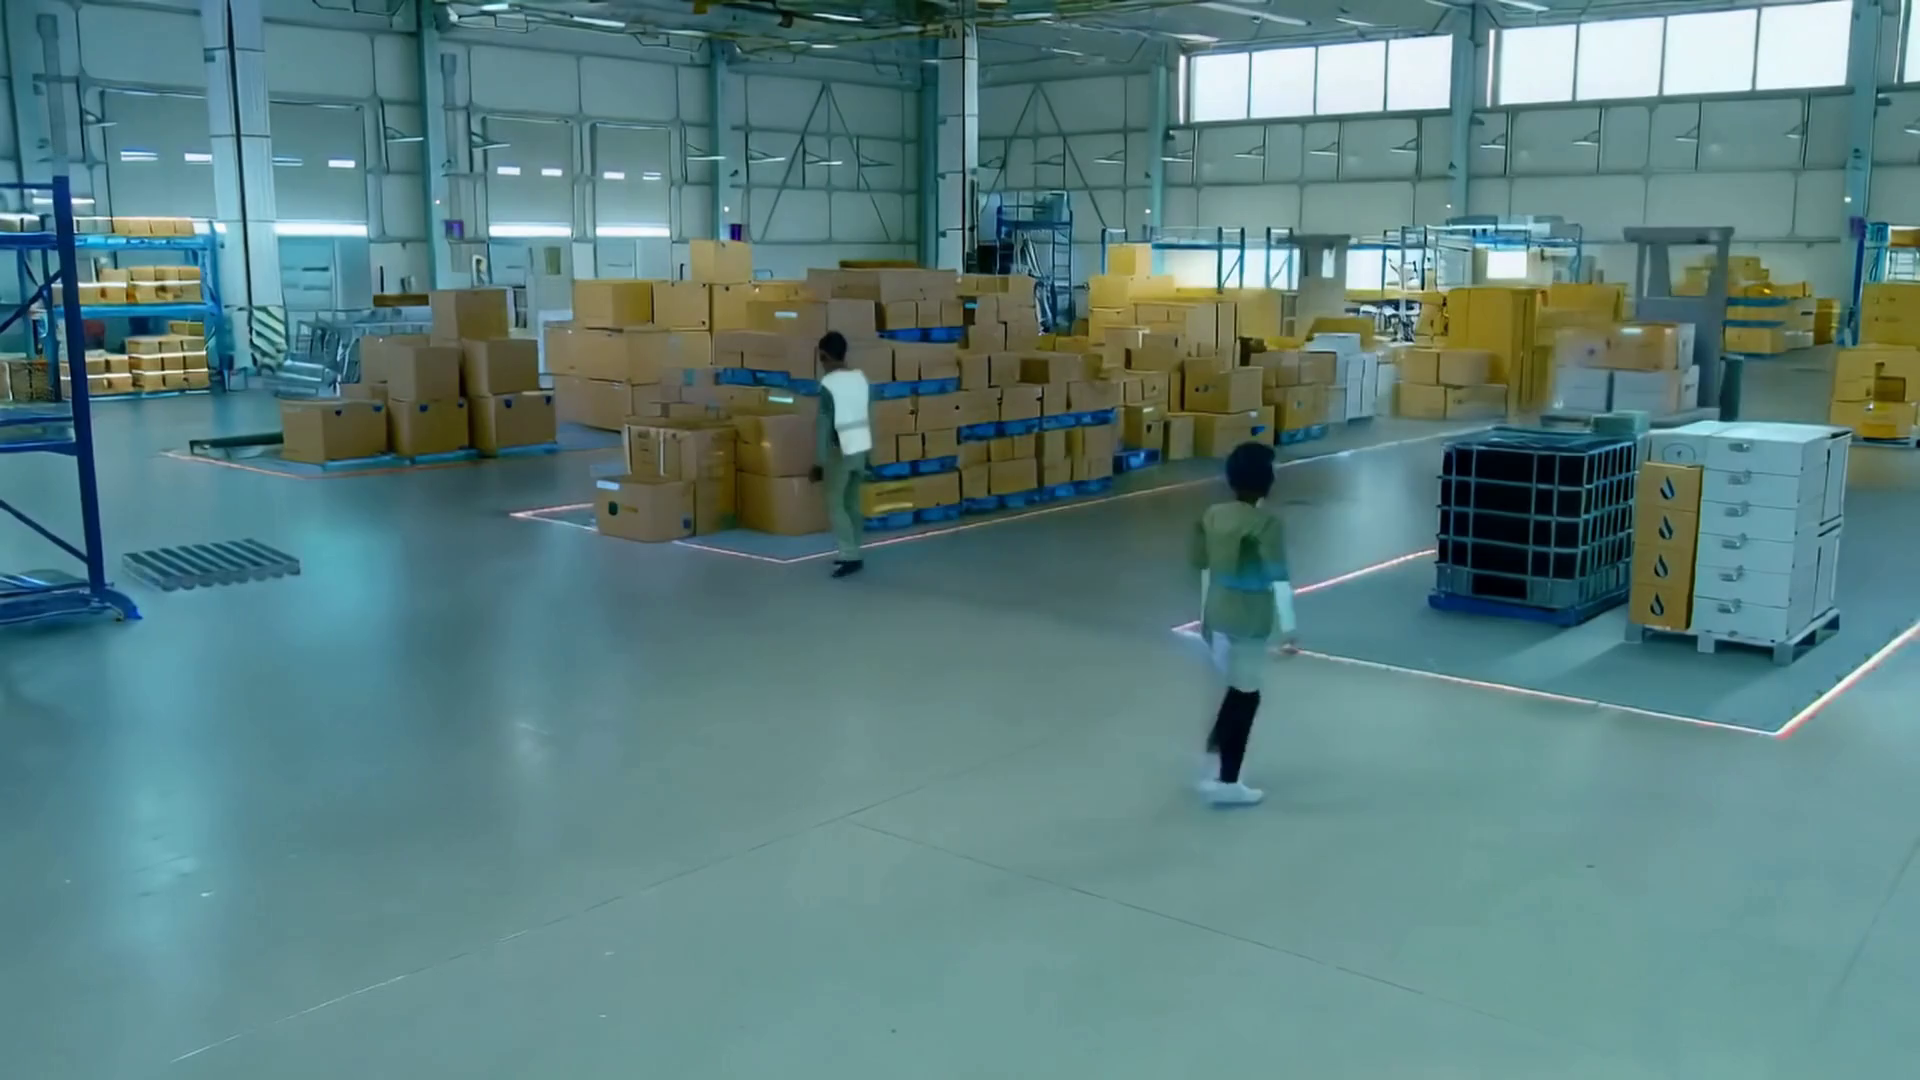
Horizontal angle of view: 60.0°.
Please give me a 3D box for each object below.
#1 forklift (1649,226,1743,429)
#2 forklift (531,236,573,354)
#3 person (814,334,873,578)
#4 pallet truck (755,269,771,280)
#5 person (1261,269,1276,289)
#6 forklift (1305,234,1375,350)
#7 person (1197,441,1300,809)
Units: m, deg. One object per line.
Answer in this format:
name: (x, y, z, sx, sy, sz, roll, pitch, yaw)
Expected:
forklift: (9.408, -2.671, 21.598, 1.129, 2.768, 1.873, 8, 13, 40)
forklift: (-9.601, -5.790, 39.356, 1.873, 2.768, 1.129, 8, 13, 40)
person: (-0.863, -0.666, 13.026, 0.552, 1.897, 0.723, 6, 12, 31)
pallet truck: (-4.996, -6.432, 45.525, 1.885, 1.965, 0.823, -6, 12, -32)
person: (8.925, -6.843, 48.055, 0.382, 1.930, 0.547, -5, 11, -26)
forklift: (7.739, -5.023, 34.990, 1.129, 2.768, 1.873, -7, 12, -34)
person: (1.298, 0.392, 7.583, 0.391, 1.684, 0.541, -4, 11, -24)
